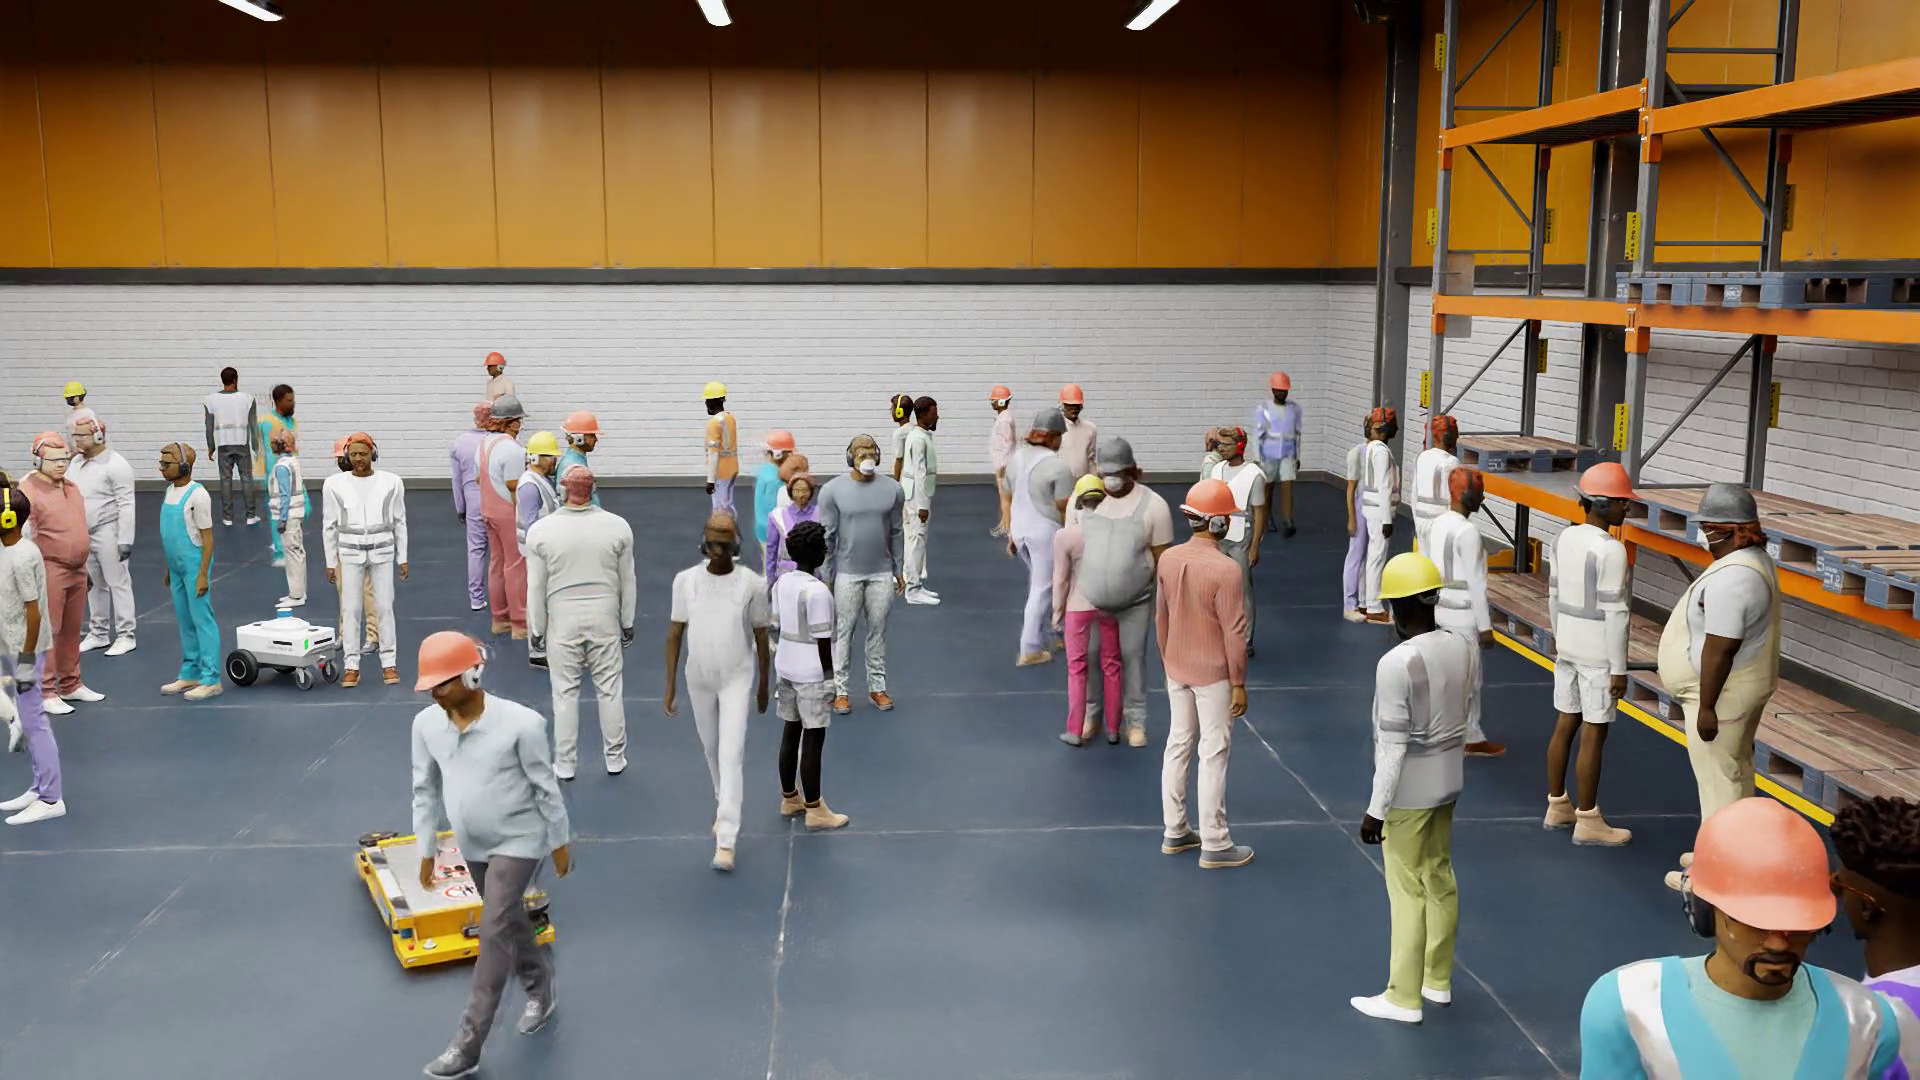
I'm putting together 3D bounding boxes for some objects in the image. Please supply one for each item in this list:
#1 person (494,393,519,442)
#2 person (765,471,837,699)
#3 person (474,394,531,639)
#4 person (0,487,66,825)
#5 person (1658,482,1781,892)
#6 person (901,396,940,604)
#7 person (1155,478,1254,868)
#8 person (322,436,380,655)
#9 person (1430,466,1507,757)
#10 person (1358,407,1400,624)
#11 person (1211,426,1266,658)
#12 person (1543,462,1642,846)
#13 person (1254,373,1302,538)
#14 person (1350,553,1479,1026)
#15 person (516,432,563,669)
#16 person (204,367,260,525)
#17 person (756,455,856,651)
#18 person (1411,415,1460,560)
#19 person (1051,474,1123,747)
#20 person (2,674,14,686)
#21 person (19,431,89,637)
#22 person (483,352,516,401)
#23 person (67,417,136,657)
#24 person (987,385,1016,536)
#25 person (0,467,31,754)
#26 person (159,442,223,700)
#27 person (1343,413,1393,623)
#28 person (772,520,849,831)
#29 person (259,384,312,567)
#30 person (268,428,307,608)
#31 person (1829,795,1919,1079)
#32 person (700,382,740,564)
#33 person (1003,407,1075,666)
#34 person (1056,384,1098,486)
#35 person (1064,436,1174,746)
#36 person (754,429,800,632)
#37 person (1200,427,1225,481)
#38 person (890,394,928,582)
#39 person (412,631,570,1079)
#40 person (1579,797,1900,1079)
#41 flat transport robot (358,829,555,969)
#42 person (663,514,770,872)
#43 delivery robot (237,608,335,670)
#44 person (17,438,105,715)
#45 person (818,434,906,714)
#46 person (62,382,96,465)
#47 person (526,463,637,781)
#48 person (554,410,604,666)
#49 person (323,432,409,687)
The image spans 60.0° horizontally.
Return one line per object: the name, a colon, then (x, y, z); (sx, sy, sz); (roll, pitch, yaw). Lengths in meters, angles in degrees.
person: (-5.344, -0.918, 19.671); (0.315, 1.641, 0.514); (0, 9, 1)
person: (-1.128, 0.323, 11.895); (0.525, 1.637, 0.307); (-1, 9, -5)
person: (-3.731, -0.204, 13.941); (0.536, 2.000, 0.677); (-8, 12, -41)
person: (-5.213, 0.632, 9.224); (0.321, 1.871, 0.532); (-6, 11, -33)
person: (3.718, 0.711, 8.195); (0.535, 2.000, 0.683); (7, 12, 38)
person: (-0.376, -0.372, 15.383); (0.373, 1.914, 0.595); (0, 9, -3)
person: (1.258, 0.676, 8.551); (0.379, 1.996, 0.611); (-6, 11, -34)
person: (-4.868, 0.038, 13.307); (0.563, 1.755, 0.320); (3, 10, 21)
person: (3.046, 0.468, 10.278); (0.760, 1.860, 0.588); (0, 9, -2)
person: (3.657, -0.213, 14.492); (0.355, 1.883, 0.575); (0, 9, 0)
person: (2.177, 0.020, 13.140); (0.375, 1.843, 0.575); (-6, 11, -31)
person: (3.377, 0.601, 8.880); (0.373, 2.042, 0.605); (-2, 9, -12)
person: (3.693, -0.976, 19.252); (0.568, 1.884, 1.006); (0, 9, 0)
person: (1.832, 1.003, 6.746); (0.586, 1.917, 0.380); (-8, 12, -41)
person: (-3.208, 0.074, 12.850); (0.404, 1.828, 0.601); (0, 9, -3)
person: (-8.819, -1.135, 20.185); (0.591, 1.912, 0.379); (-3, 9, -17)
person: (-1.275, 0.112, 13.346); (0.826, 1.586, 0.508); (-4, 10, -22)
person: (3.937, -0.088, 13.706); (0.362, 1.883, 0.575); (-3, 9, -17)
person: (0.839, 0.455, 10.686); (0.523, 1.760, 0.325); (-2, 9, -10)
person: (-7.445, 0.222, 12.065); (0.880, 1.801, 0.611); (-2, 9, -10)
person: (-7.439, -0.021, 13.683); (0.334, 1.753, 0.562); (1, 9, 4)
person: (-6.233, -1.543, 22.492); (0.621, 1.994, 0.381); (8, 12, 41)
person: (-6.865, -0.027, 13.247); (0.639, 1.910, 0.402); (4, 10, 25)
person: (0.478, -0.920, 19.334); (0.341, 1.749, 0.572); (0, 9, -1)
person: (-6.109, 0.456, 10.460); (0.761, 1.826, 0.548); (6, 11, 34)
person: (-5.526, 0.219, 11.892); (0.504, 1.847, 0.345); (7, 11, 36)
person: (3.588, -0.205, 14.558); (0.505, 1.845, 0.346); (-6, 11, -32)
person: (-0.835, 0.734, 9.123); (0.321, 1.697, 0.530); (-6, 11, -33)
person: (-6.997, -0.658, 17.211); (0.446, 1.904, 0.601); (2, 9, 10)
person: (-6.136, -0.202, 15.184); (0.307, 1.640, 0.521); (-2, 9, -14)
person: (1.928, 1.497, 3.493); (0.609, 1.963, 0.367); (-7, 11, -37)
person: (-2.526, -0.701, 17.465); (0.396, 1.919, 0.582); (1, 9, 9)
person: (0.778, -0.065, 13.068); (0.940, 2.000, 0.698); (-6, 11, -34)
person: (1.052, -0.502, 15.952); (0.621, 1.992, 0.397); (-4, 10, -23)
person: (0.997, 0.320, 10.648); (0.741, 2.000, 0.541); (3, 9, 16)
person: (-1.566, -0.077, 14.104); (0.420, 1.732, 0.599); (-2, 9, -11)
person: (2.334, -0.222, 15.308); (0.314, 1.640, 0.515); (3, 10, 19)
person: (-0.530, -0.504, 16.422); (0.327, 1.858, 0.505); (4, 10, 24)
person: (-1.837, 1.171, 6.374); (0.568, 1.689, 0.887); (4, 10, 22)
person: (1.510, 1.493, 3.275); (0.605, 2.044, 0.374); (0, 9, 2)
flat transport robot: (-2.424, 1.639, 7.904); (0.652, 0.197, 1.431); (-5, 10, -27)
person: (-1.262, 0.757, 8.690); (0.504, 1.797, 0.927); (2, 9, 10)
delivery robot: (-4.986, 0.749, 12.313); (0.707, 0.478, 0.477); (4, 10, 21)
person: (-6.259, 0.242, 11.568); (0.403, 1.904, 0.651); (1, 9, 5)
person: (-0.673, 0.231, 11.520); (0.635, 1.938, 0.351); (-3, 10, -20)
person: (-10.549, -1.021, 19.960); (0.524, 1.761, 0.339); (5, 10, 30)
person: (-2.268, 0.492, 9.994); (0.643, 1.907, 0.408); (-3, 10, -20)
person: (-2.940, -0.014, 12.909); (0.405, 1.988, 0.613); (-2, 9, -12)
person: (-4.371, 0.142, 12.256); (0.584, 1.882, 0.337); (-3, 10, -20)
